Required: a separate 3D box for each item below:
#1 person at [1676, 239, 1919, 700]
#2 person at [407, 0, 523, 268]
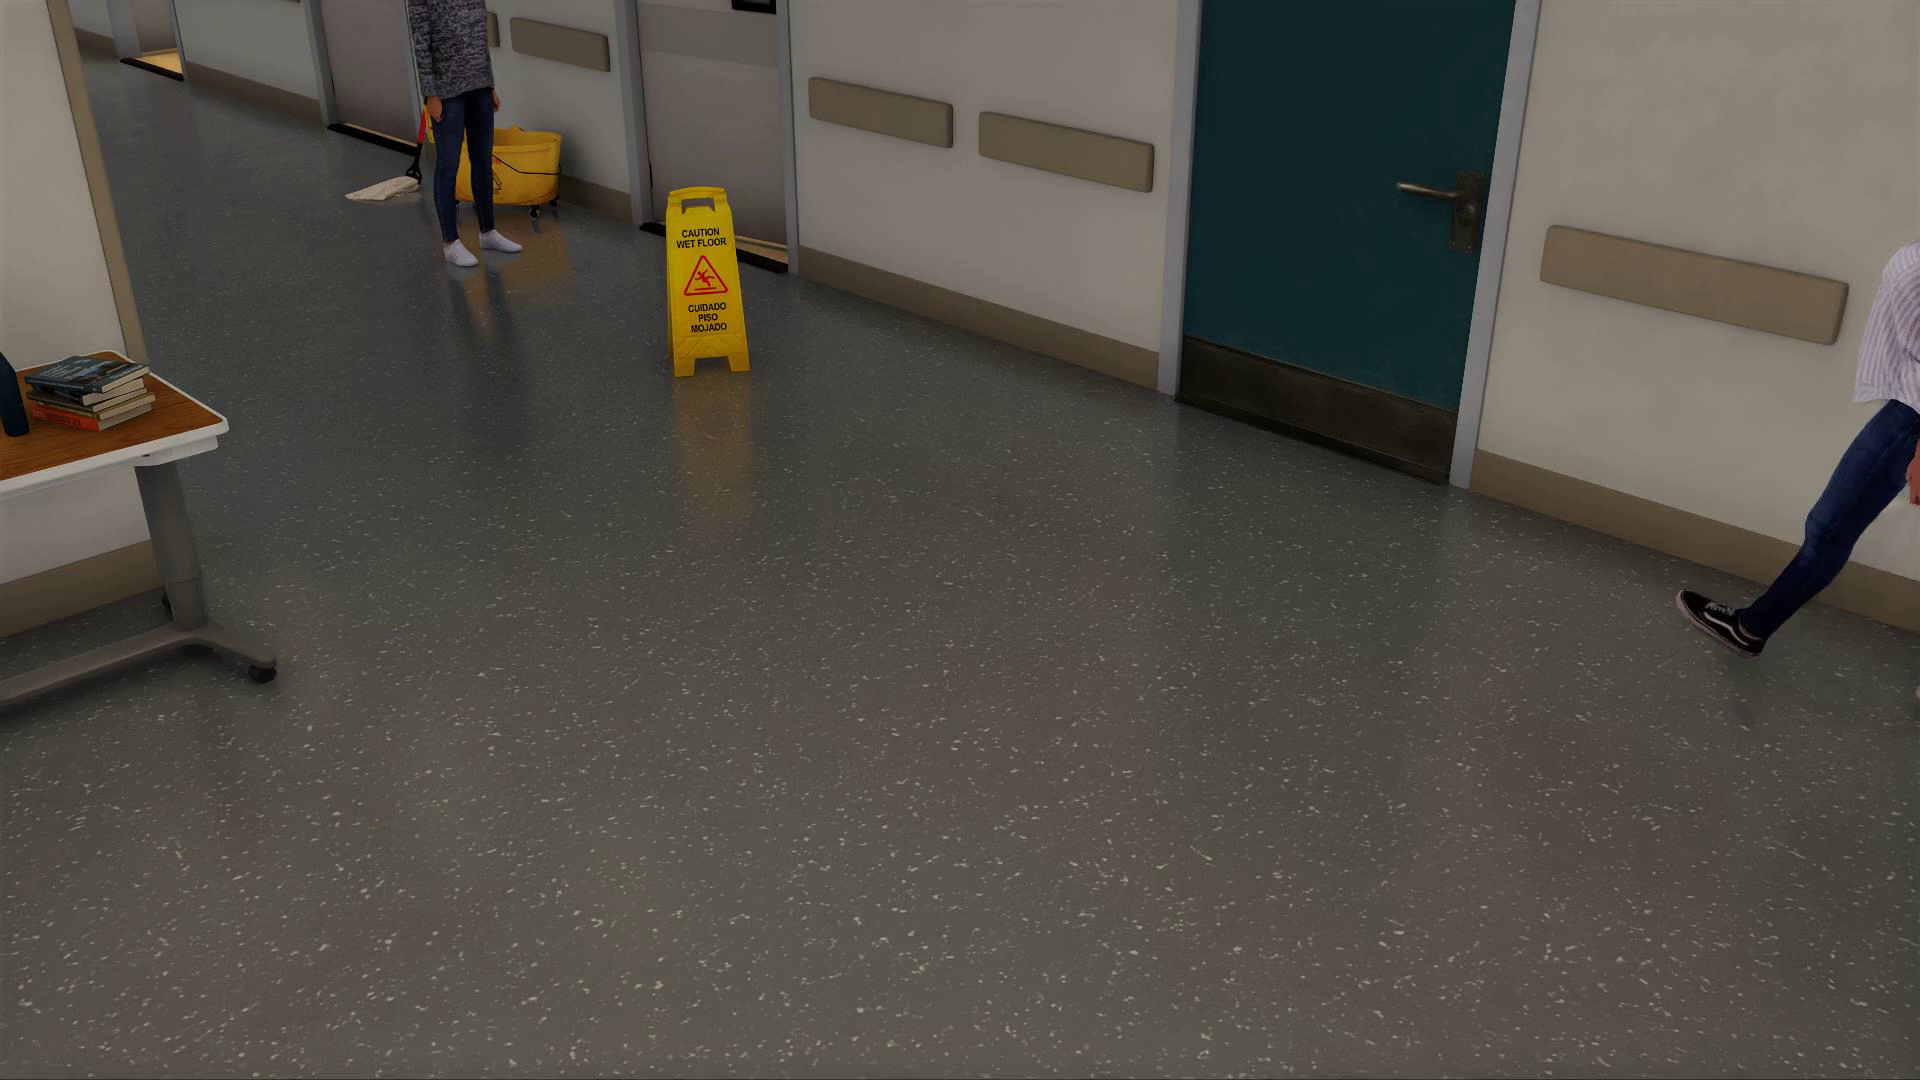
[{"bbox_3d":[2.584,-0.281,4.221,0.701,1.667,1.139,-21,33,-37],"label":"person"},{"bbox_3d":[-2.492,-2.262,8.253,0.592,1.733,0.652,16,30,29],"label":"person"}]
